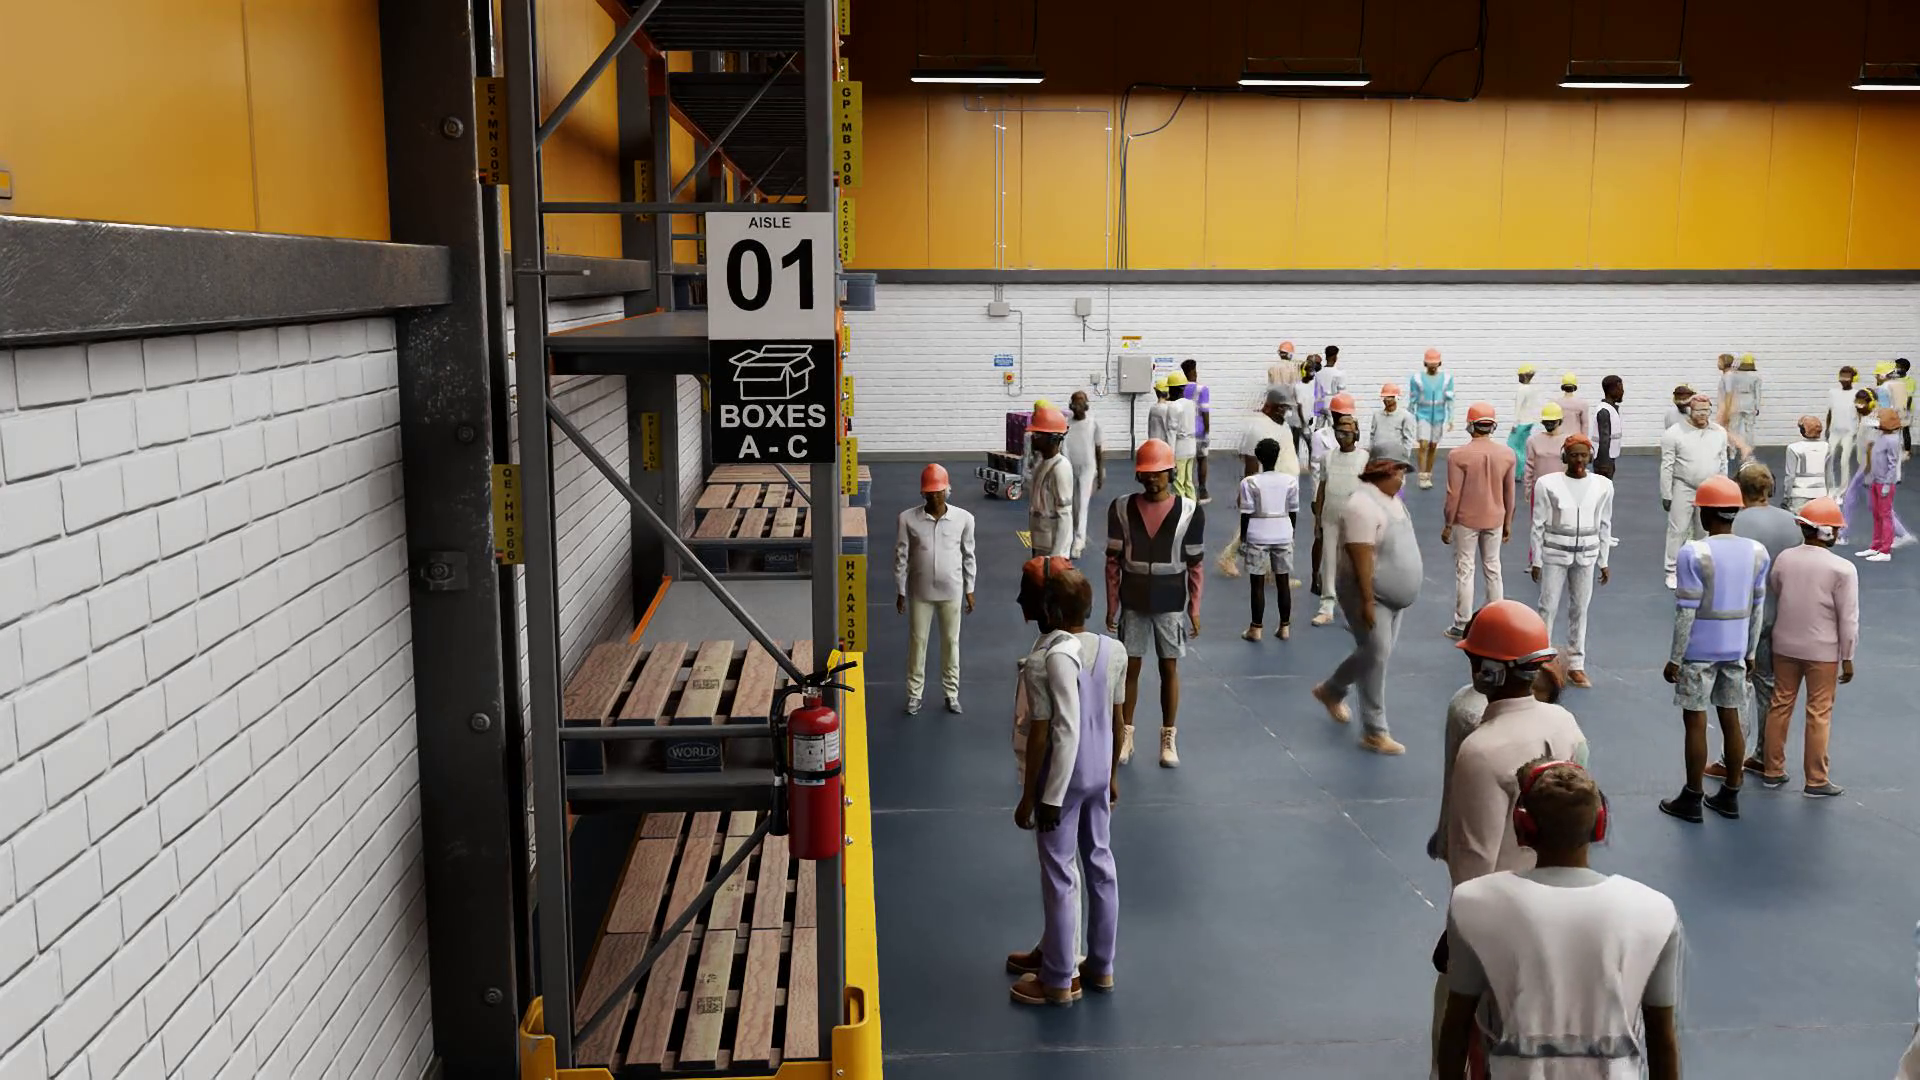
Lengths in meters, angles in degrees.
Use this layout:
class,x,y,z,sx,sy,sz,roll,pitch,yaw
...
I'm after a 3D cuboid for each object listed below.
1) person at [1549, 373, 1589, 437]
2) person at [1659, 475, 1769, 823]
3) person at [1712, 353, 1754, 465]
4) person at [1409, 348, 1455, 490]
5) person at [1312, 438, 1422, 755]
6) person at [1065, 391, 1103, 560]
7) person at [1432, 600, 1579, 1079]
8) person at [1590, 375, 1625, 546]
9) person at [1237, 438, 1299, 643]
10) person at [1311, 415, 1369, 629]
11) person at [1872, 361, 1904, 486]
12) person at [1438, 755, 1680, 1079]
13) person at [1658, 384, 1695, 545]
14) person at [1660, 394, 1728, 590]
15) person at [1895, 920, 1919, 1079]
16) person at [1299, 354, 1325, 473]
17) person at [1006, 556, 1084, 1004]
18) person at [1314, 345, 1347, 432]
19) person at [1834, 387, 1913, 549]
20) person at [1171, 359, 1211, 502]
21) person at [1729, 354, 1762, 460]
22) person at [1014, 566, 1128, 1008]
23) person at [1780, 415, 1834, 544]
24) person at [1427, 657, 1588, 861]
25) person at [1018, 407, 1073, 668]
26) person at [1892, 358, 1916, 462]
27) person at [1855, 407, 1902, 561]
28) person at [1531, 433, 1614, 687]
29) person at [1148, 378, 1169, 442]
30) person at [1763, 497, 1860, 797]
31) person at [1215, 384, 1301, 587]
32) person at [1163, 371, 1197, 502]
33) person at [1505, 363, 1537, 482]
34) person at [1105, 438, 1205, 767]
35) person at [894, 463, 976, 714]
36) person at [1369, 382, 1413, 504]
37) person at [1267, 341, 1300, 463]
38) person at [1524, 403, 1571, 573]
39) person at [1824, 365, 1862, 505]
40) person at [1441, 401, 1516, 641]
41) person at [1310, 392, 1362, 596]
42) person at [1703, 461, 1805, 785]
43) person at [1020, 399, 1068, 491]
class,x,y,z,sx,sy,sz,roll,pitch,yaw
person,7.906,-1.289,21.660,0.525,1.772,0.304,4,10,24
person,4.170,0.603,9.256,0.553,1.933,0.370,-2,9,-13
person,12.147,-2.051,26.321,0.746,1.812,0.523,5,10,28
person,6.670,-1.689,23.475,0.611,1.997,0.972,1,9,4
person,2.584,0.313,10.750,0.788,2.000,0.770,7,11,37
person,1.282,-0.733,18.093,0.529,1.803,0.973,2,9,15
person,1.763,1.180,5.443,0.611,1.996,0.378,-8,12,-43
person,7.278,-0.901,18.749,0.392,1.922,0.592,4,10,25
person,2.546,0.004,13.761,0.535,1.699,0.322,-2,9,-12
person,3.297,-0.155,14.302,0.508,1.846,0.345,6,11,31
person,13.284,-1.675,24.002,0.600,1.799,0.732,-7,11,-37
person,1.509,1.473,4.179,0.585,1.818,0.707,1,9,6
person,8.005,-0.799,18.345,0.609,1.846,0.452,8,12,42
person,7.090,-0.459,16.058,0.634,1.899,0.404,0,9,-1
person,3.035,1.474,4.865,0.850,1.597,0.514,-2,9,-14
person,5.391,-1.945,25.594,0.430,1.835,0.628,2,9,9
person,0.376,0.991,6.983,0.346,1.883,0.584,0,9,0
person,5.728,-2.056,25.898,0.605,1.957,0.382,7,12,39
person,10.118,-0.795,18.451,0.917,1.819,0.606,4,10,22
person,3.089,-1.442,22.139,0.635,1.919,0.805,6,11,34
person,12.938,-2.196,27.434,0.490,1.743,0.324,6,11,33
person,0.458,1.020,6.925,0.504,1.846,0.344,-6,11,-33
person,8.468,-0.426,16.645,0.515,1.641,0.314,-2,9,-9
person,2.170,1.205,6.512,0.565,1.603,0.578,-5,11,-31
person,0.662,0.019,12.577,0.369,2.048,0.607,-2,9,-13
person,15.384,-2.128,27.186,0.322,1.690,0.533,-1,9,-5
person,9.815,-0.594,17.713,0.285,1.636,0.497,2,9,10
person,4.495,0.153,12.252,0.574,1.882,0.358,1,9,4
person,2.506,-1.127,20.653,0.327,1.769,0.525,-3,10,-18
person,4.966,0.620,9.723,0.323,1.749,0.571,-6,11,-34
person,2.930,-0.576,16.332,0.872,2.000,0.692,5,10,27
person,2.546,-1.005,19.433,0.414,1.919,0.589,6,11,34
person,8.169,-1.696,24.244,0.549,1.749,0.428,-9,13,-44
person,1.190,0.390,10.257,0.605,2.045,0.388,2,9,13
person,-0.169,0.339,11.485,0.573,1.749,0.342,-1,9,-4
person,5.154,-1.021,20.021,0.327,1.753,0.563,-8,12,-42
person,5.153,-2.156,26.394,0.375,1.996,0.608,-8,12,-41
person,5.965,-0.515,16.839,0.518,1.757,0.339,6,11,32
person,11.632,-1.374,21.926,0.391,1.855,0.522,-7,12,-38
person,4.298,-0.154,13.828,0.622,1.992,0.395,-2,9,-10
person,3.584,-0.435,15.780,0.552,1.932,0.377,-4,10,-23
person,4.708,0.494,9.933,0.627,1.940,0.376,-3,10,-18
person,0.881,-0.670,17.983,0.499,1.694,0.860,-3,9,-17
